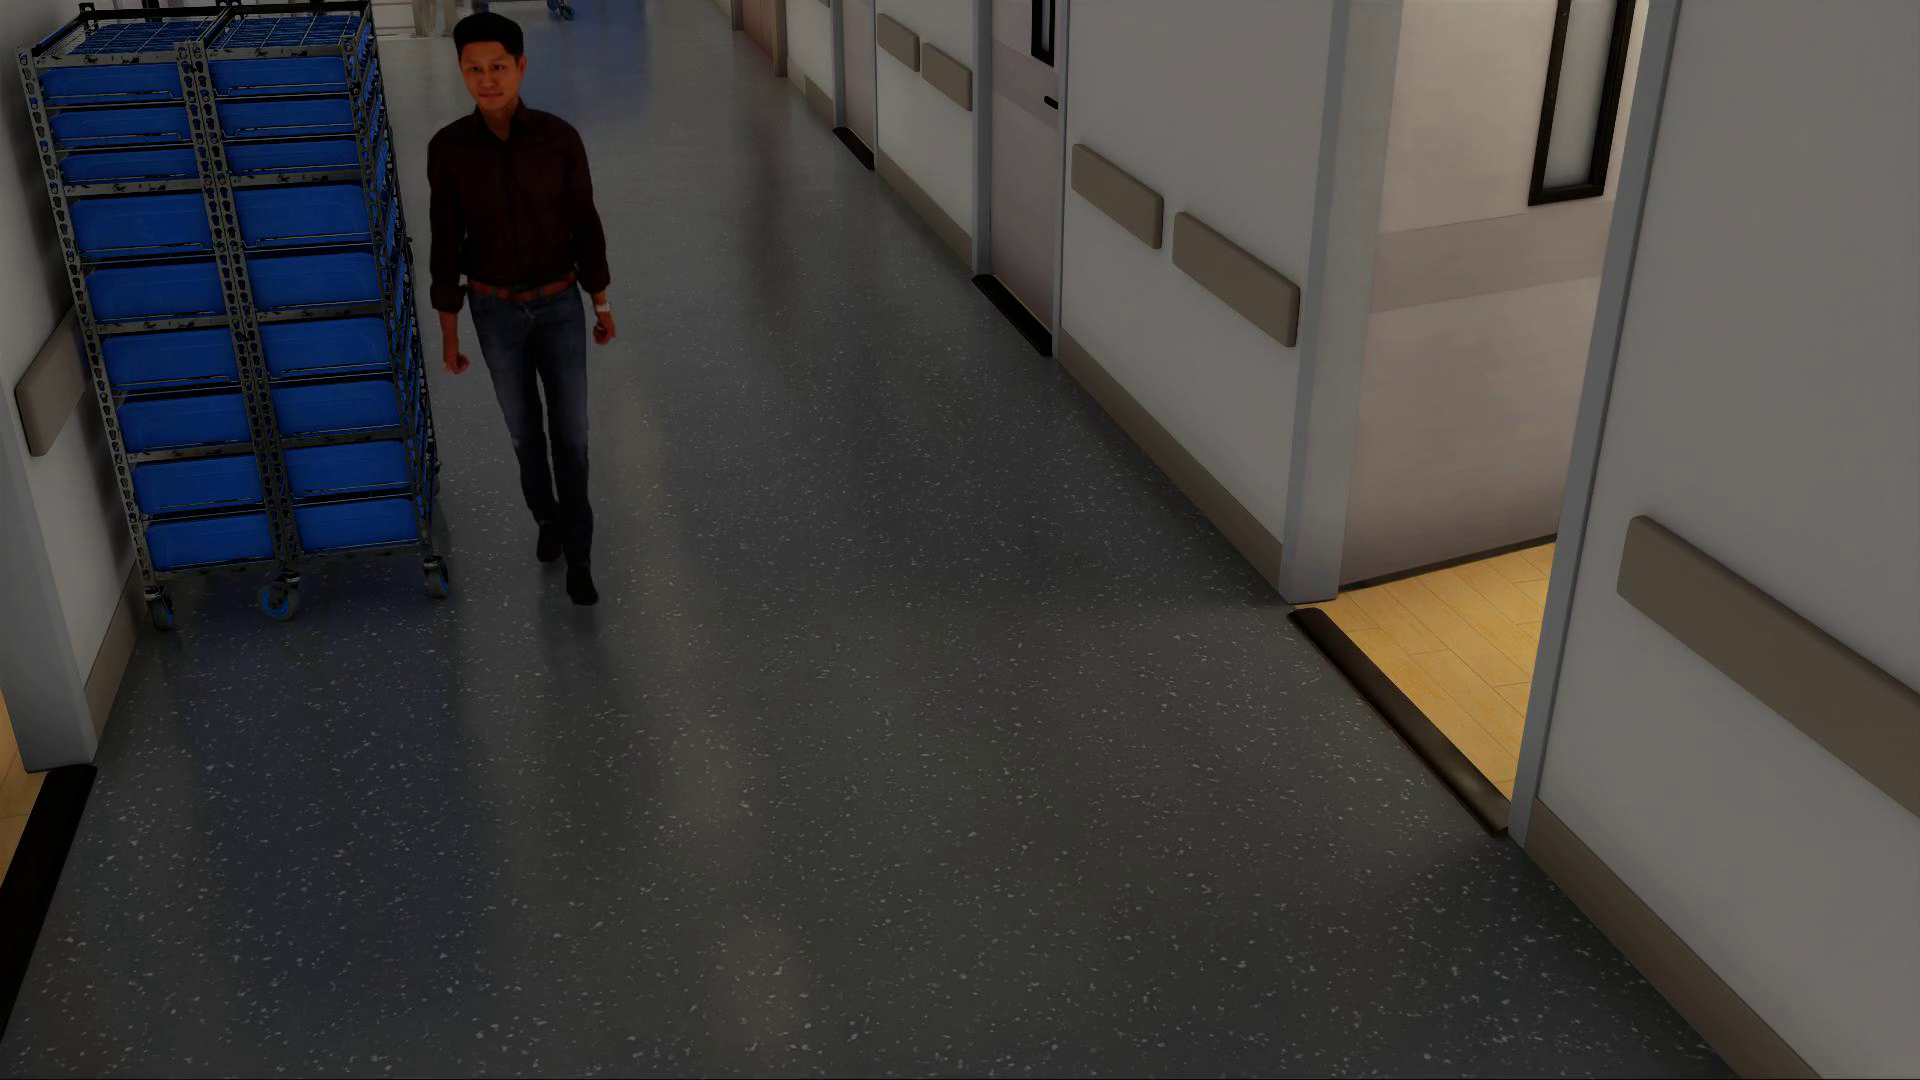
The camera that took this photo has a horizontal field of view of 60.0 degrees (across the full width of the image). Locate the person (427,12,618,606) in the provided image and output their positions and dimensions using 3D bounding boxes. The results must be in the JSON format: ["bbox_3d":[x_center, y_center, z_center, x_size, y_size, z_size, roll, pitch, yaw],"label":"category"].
[{"bbox_3d":[-1.341,-0.719,5.147,0.698,1.751,0.932,-6,26,-12],"label":"person"}]
